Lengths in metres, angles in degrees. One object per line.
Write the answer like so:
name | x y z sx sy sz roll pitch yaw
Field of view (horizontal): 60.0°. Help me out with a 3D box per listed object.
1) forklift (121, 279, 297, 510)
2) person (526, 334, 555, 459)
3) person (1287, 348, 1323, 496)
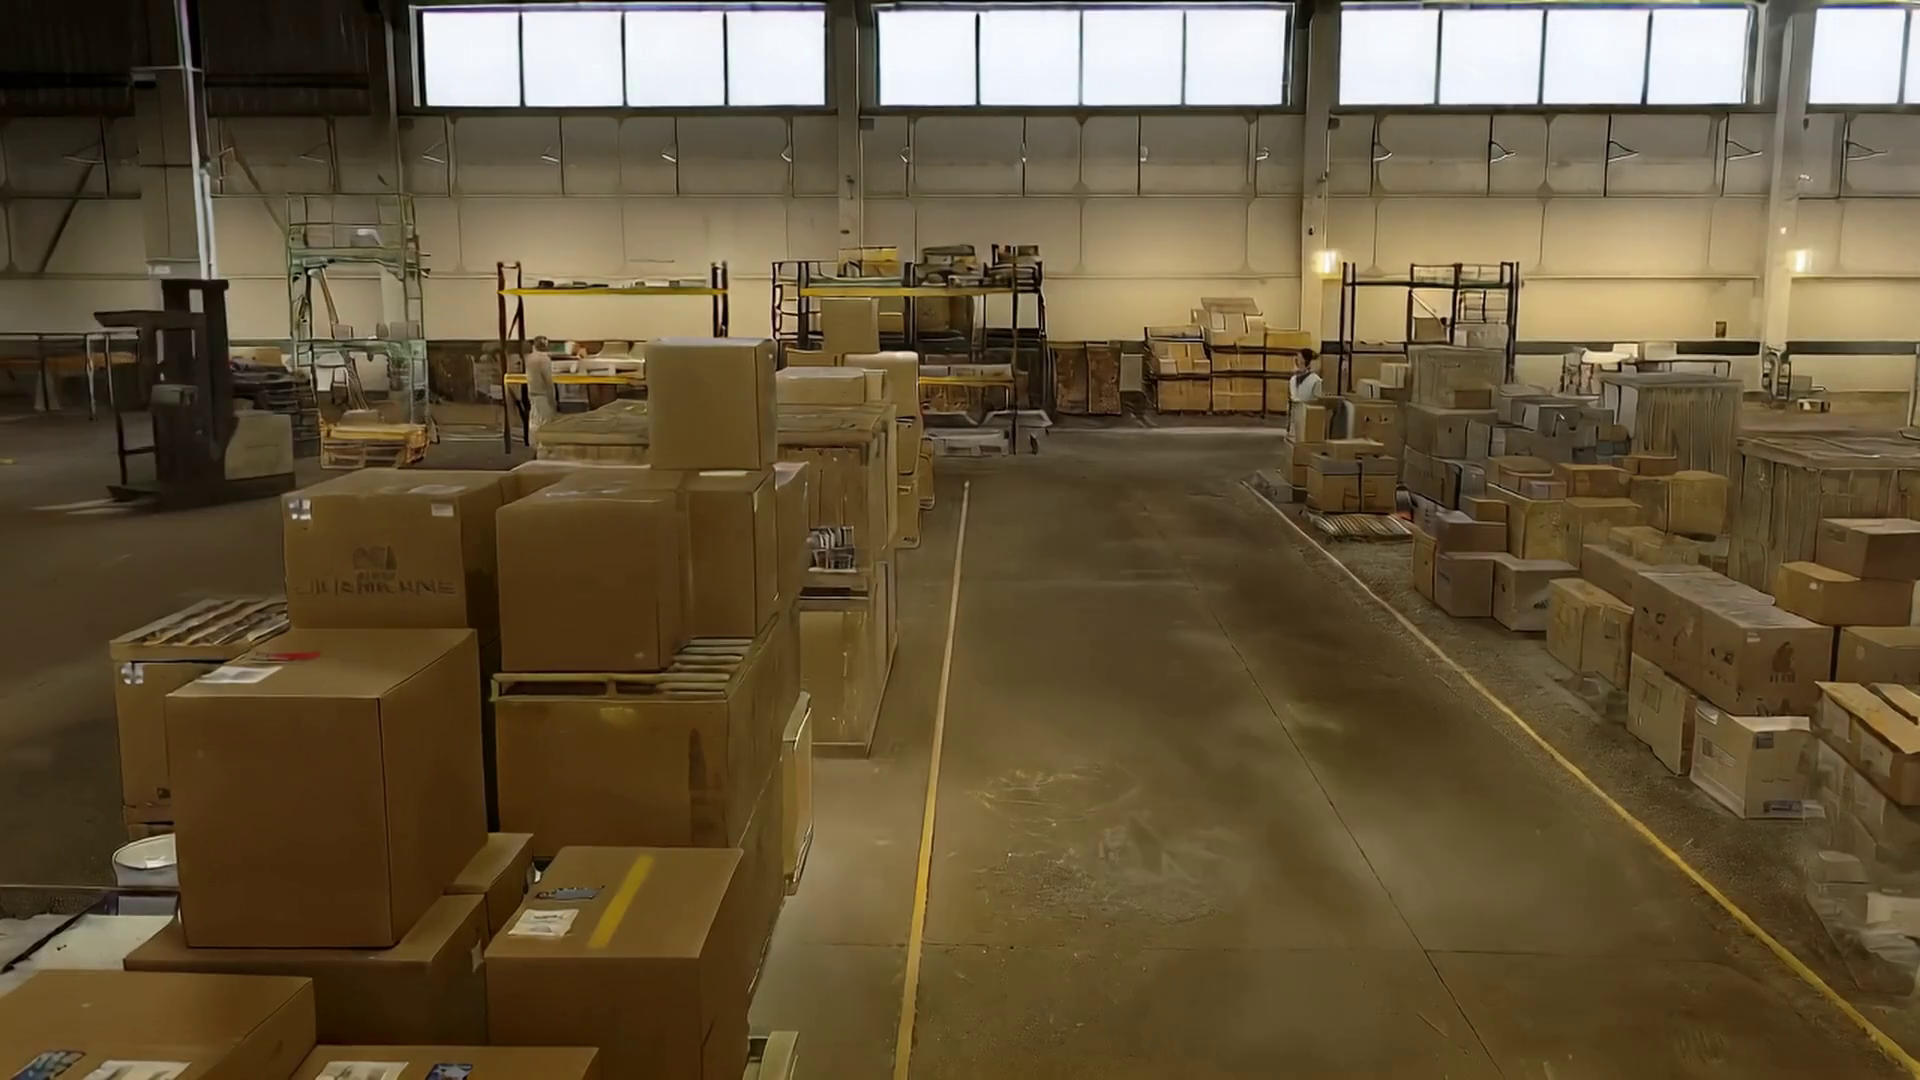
forklift | -9.571 -1.901 21.024 1.129 2.768 1.873 6 11 32
person | -6.423 -2.193 25.587 0.372 1.940 0.632 -8 13 -41
person | 4.500 -1.545 21.766 0.393 1.919 0.589 -5 11 -27
